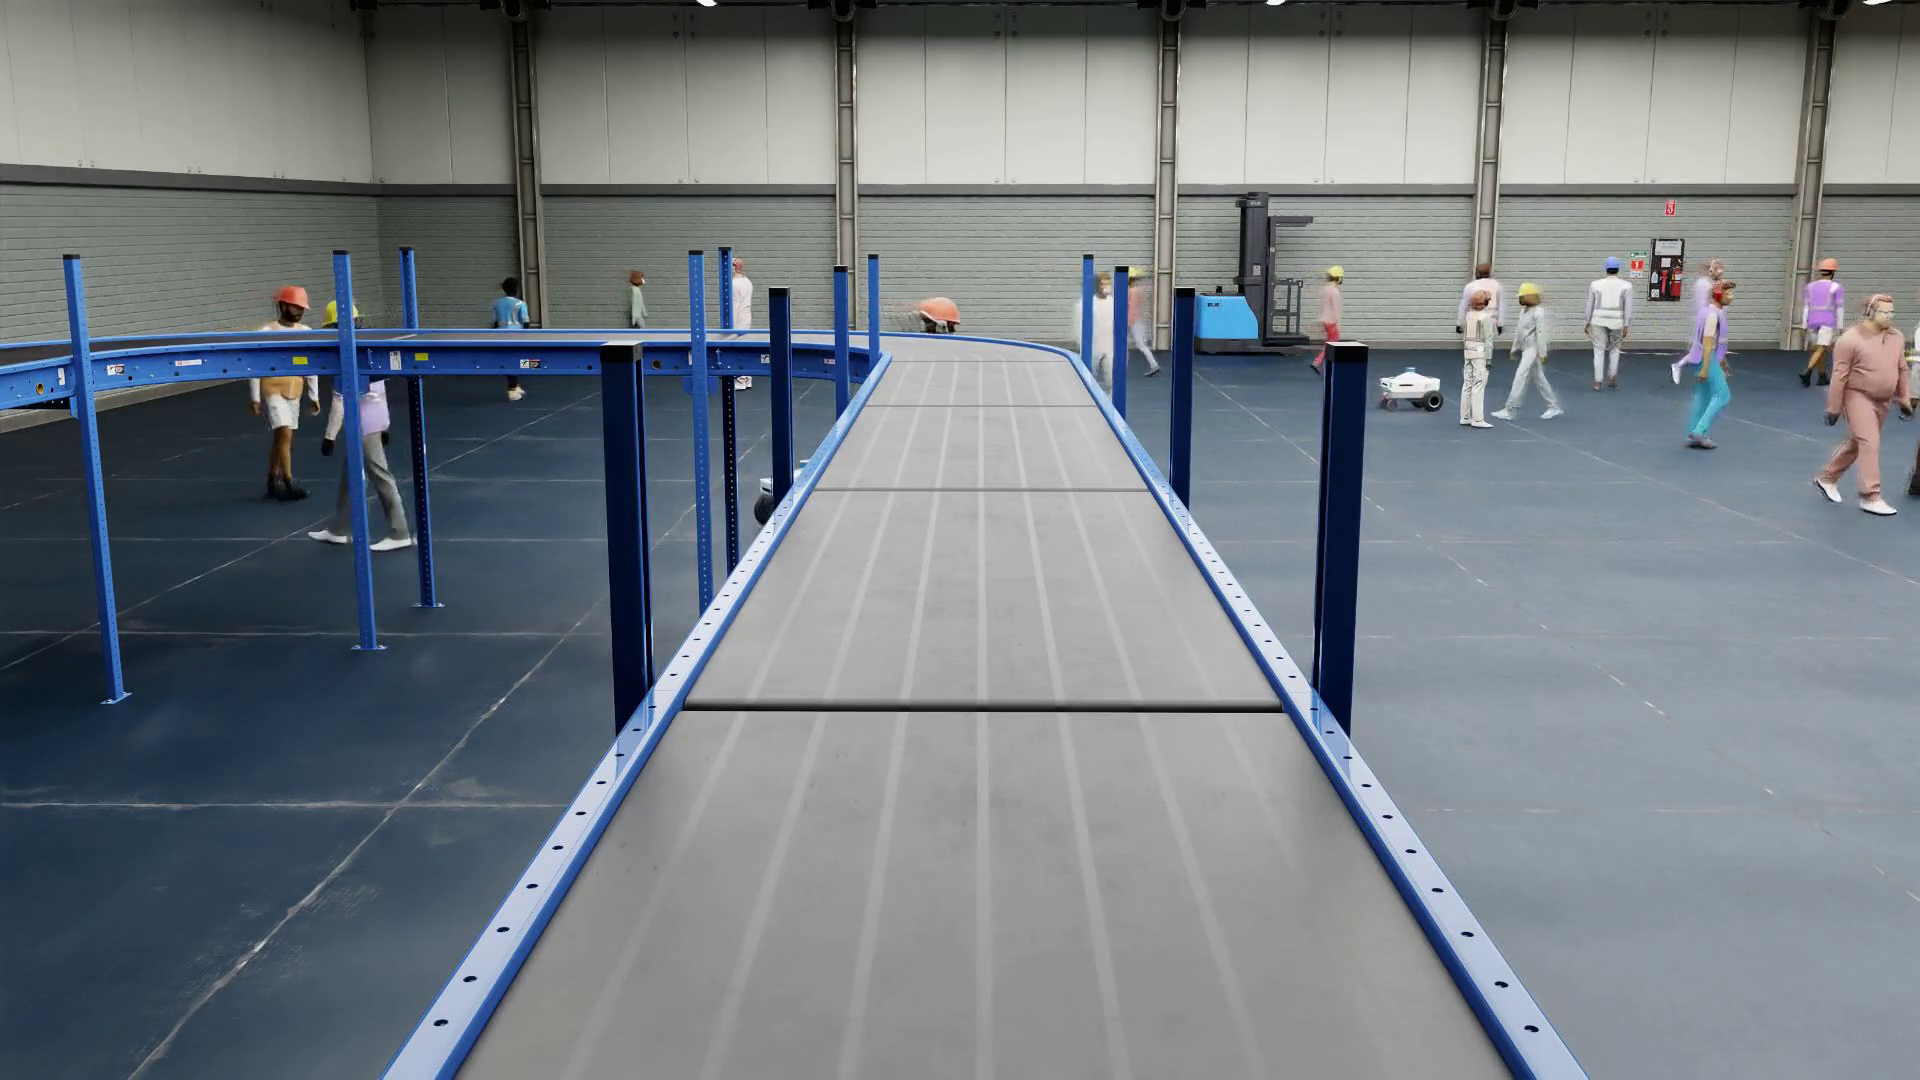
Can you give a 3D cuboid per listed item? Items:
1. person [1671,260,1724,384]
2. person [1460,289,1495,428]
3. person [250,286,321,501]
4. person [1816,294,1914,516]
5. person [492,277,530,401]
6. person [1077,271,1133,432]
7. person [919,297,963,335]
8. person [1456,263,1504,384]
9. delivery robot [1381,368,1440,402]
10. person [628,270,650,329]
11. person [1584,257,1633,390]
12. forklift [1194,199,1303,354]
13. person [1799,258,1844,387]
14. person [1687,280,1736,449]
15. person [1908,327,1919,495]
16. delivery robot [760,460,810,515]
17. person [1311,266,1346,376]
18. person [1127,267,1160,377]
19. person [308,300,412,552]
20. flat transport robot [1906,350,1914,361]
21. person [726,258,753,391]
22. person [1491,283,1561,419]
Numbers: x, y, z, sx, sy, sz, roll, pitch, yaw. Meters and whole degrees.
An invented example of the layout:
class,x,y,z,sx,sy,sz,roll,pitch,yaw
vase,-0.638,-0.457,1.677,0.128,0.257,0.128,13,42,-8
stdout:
class,x,y,z,sx,sy,sz,roll,pitch,yaw
person,10.871,-3.154,24.332,0.667,1.886,0.652,11,15,43
person,6.190,-2.168,19.884,0.306,1.645,0.522,-3,11,-15
person,-5.970,-1.300,14.793,0.797,1.887,0.574,7,13,33
person,7.819,-1.204,14.396,0.627,1.858,0.997,-4,12,-19
person,-6.120,-2.784,22.974,0.548,1.670,0.693,4,12,22
person,1.600,-2.184,19.359,0.651,1.890,1.033,-8,13,-35
person,-0.402,-0.809,12.204,0.934,1.938,0.624,-4,12,-18
person,7.834,-3.283,25.222,0.657,1.791,0.941,-2,11,-12
delivery robot,5.893,-2.013,21.768,0.707,0.478,0.477,-1,11,-6
person,-5.514,-3.824,28.534,0.849,1.586,0.516,-2,11,-10
person,9.474,-3.172,24.350,0.619,1.916,0.823,4,12,18
forklift,5.313,-4.851,30.603,1.873,2.768,1.129,0,11,1
person,12.778,-3.230,24.699,0.938,1.903,0.562,-8,14,-35
person,8.155,-1.893,18.028,0.483,1.822,0.557,4,12,18
person,8.800,-1.316,14.788,0.561,1.916,0.632,-5,12,-26
delivery robot,-1.246,-0.404,13.499,0.707,0.478,0.477,-6,13,-28
person,5.750,-3.351,25.704,0.389,1.755,0.525,0,11,-2
person,2.744,-3.441,26.218,0.883,1.728,0.532,-1,11,-5
person,-4.591,-0.847,12.467,0.896,1.879,0.617,-1,11,-5
flat transport robot,17.037,-3.211,28.897,1.431,0.197,0.652,-7,13,-33
person,-3.243,-3.128,24.143,0.403,1.911,0.637,3,11,14
person,7.126,-2.348,20.710,0.909,1.698,0.496,0,11,-2
